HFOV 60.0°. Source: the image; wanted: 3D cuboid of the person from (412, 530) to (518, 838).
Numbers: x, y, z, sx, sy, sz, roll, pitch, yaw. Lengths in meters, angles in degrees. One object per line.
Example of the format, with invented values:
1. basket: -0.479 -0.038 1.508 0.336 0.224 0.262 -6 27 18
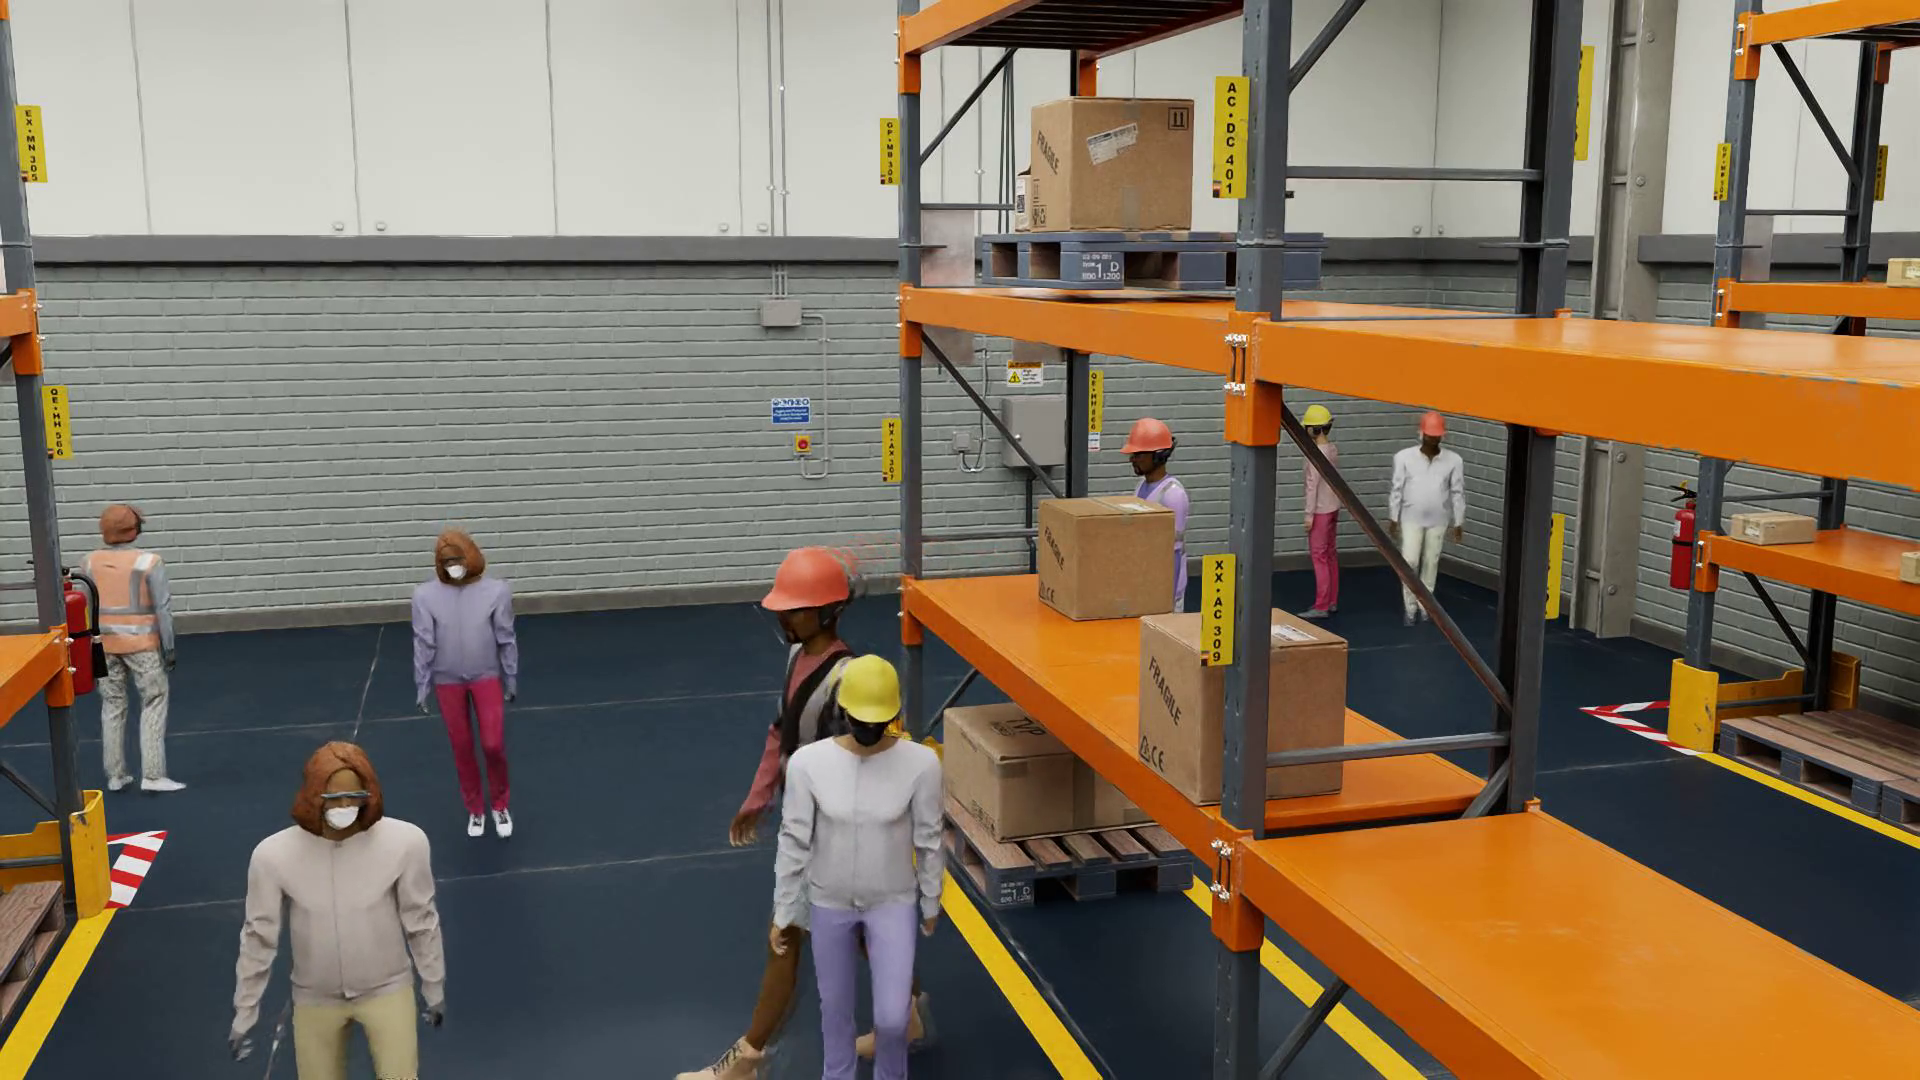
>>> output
1. person: -2.521 0.752 8.504 0.507 1.615 0.471 -2 10 -13

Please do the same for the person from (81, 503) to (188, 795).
1. person: -4.631 0.613 9.286 0.532 1.637 0.322 1 10 8

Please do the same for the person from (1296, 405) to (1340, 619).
1. person: 2.943 -0.231 13.706 0.350 1.758 0.522 5 11 28

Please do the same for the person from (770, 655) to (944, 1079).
1. person: -0.335 1.210 5.513 0.562 1.742 0.475 1 10 4

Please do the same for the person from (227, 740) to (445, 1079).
1. person: -1.842 1.369 4.943 0.602 1.625 0.341 -3 10 -14

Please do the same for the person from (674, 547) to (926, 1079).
1. person: -0.548 1.006 5.989 1.006 1.991 0.607 -3 10 -17

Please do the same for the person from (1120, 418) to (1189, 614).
1. person: 1.150 0.284 9.993 0.406 2.036 0.601 -3 10 -16

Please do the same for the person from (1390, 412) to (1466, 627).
1. person: 3.763 -0.166 13.382 0.587 1.725 0.674 2 10 10
